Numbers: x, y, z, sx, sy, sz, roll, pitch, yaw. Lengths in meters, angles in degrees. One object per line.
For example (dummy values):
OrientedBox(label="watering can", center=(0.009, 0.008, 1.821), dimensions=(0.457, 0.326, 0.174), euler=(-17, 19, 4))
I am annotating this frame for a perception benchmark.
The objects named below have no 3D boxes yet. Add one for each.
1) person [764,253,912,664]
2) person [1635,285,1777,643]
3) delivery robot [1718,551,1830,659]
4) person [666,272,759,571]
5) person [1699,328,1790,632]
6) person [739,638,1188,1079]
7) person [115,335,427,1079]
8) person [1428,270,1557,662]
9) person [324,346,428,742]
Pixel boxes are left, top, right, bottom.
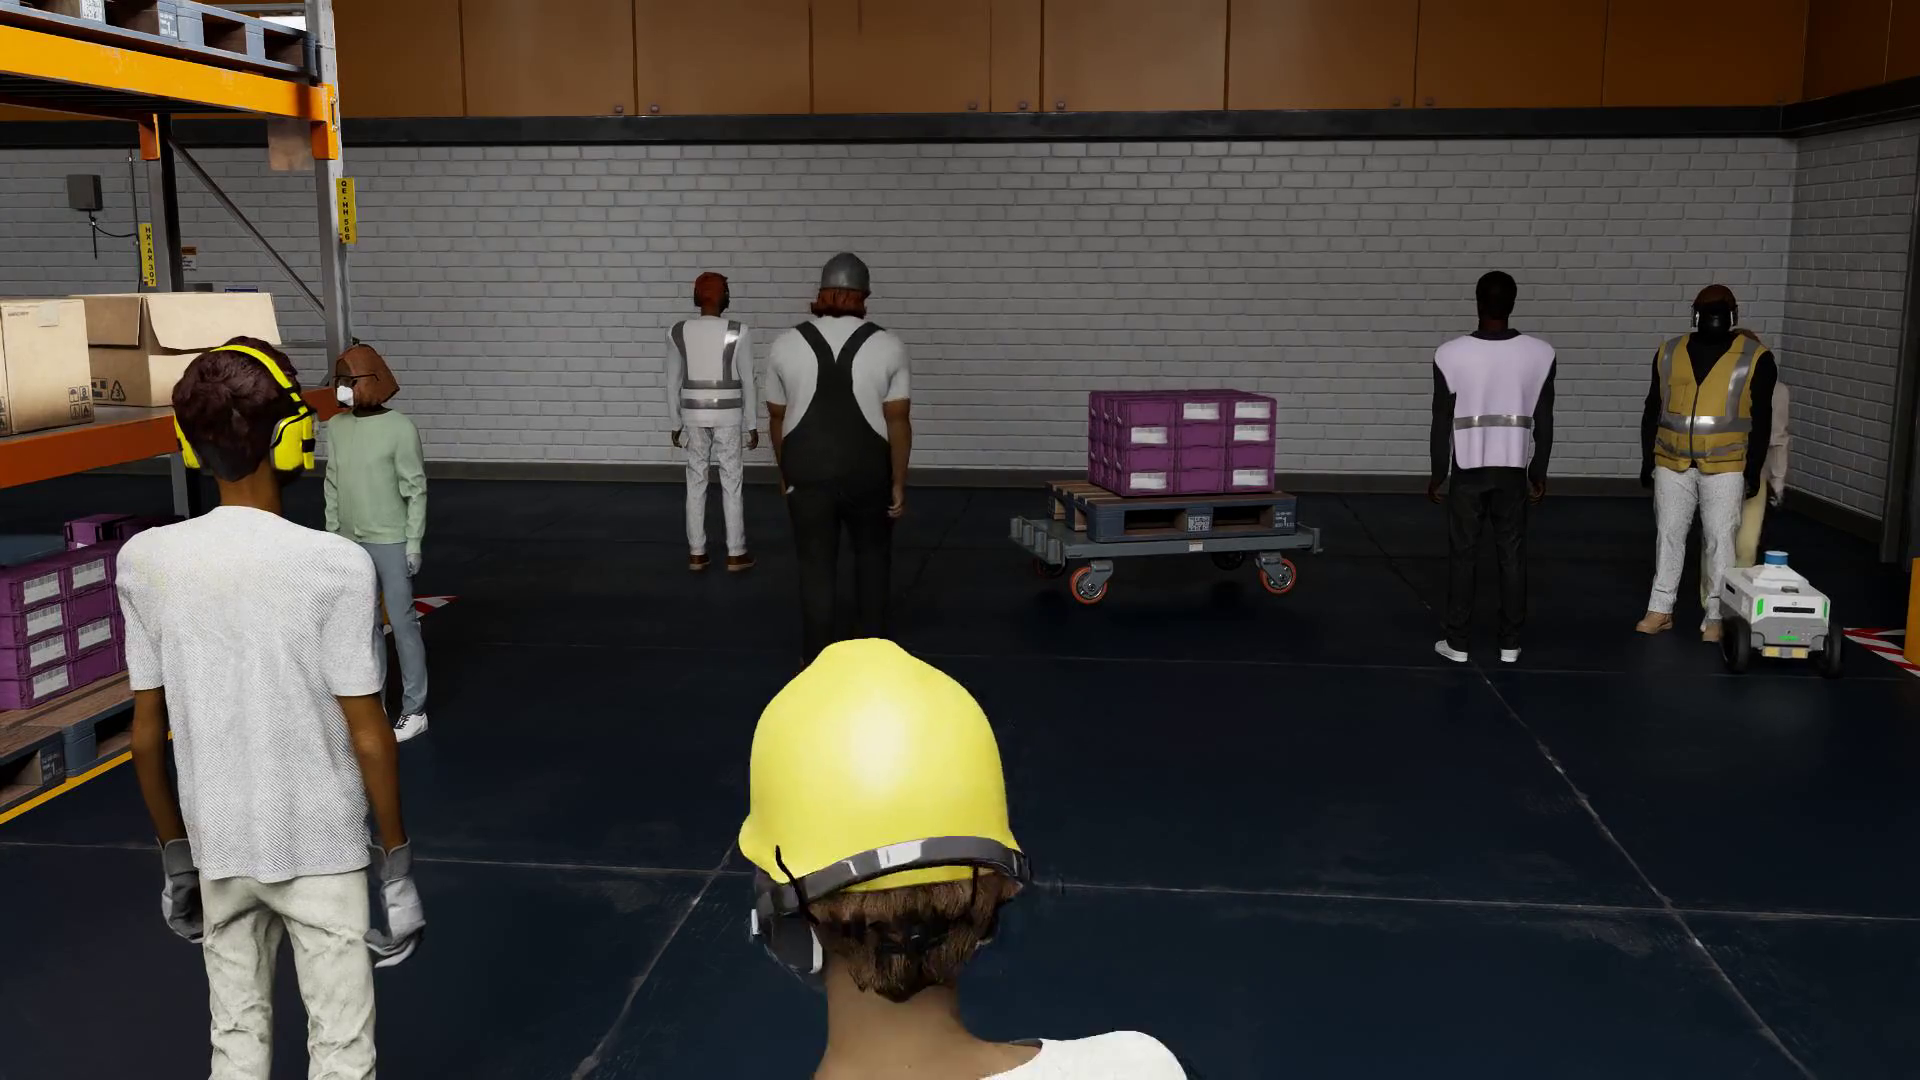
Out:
OrientedBox(label="person", center=(-0.554, -0.354, 7.840), dimensions=(0.697, 2.000, 0.876), euler=(1, 10, 3))
OrientedBox(label="person", center=(3.848, -0.396, 8.647), dimensions=(0.633, 1.843, 0.429), euler=(8, 13, 39))
OrientedBox(label="delivery robot", center=(3.955, 0.297, 8.095), dimensions=(0.477, 0.478, 0.707), euler=(2, 10, 11))
OrientedBox(label="person", center=(-1.555, -0.742, 10.508), dimensions=(0.584, 1.882, 0.337), euler=(1, 10, 8))
OrientedBox(label="person", center=(4.011, -0.287, 8.665), dimensions=(0.519, 1.616, 0.507), euler=(5, 11, 25))
OrientedBox(label="person", center=(-0.020, 0.939, 1.315), dimensions=(0.529, 1.735, 0.852), euler=(-3, 10, -19))
OrientedBox(label="person", center=(-1.206, 0.576, 2.987), dimensions=(0.511, 1.877, 0.328), euler=(2, 10, 9))
OrientedBox(label="person", center=(2.590, -0.347, 8.144), dimensions=(0.593, 1.922, 0.391), euler=(1, 10, 4))
OrientedBox(label="person", center=(-2.418, 0.019, 6.868), dimensions=(0.508, 1.632, 0.265), euler=(5, 11, 26))
